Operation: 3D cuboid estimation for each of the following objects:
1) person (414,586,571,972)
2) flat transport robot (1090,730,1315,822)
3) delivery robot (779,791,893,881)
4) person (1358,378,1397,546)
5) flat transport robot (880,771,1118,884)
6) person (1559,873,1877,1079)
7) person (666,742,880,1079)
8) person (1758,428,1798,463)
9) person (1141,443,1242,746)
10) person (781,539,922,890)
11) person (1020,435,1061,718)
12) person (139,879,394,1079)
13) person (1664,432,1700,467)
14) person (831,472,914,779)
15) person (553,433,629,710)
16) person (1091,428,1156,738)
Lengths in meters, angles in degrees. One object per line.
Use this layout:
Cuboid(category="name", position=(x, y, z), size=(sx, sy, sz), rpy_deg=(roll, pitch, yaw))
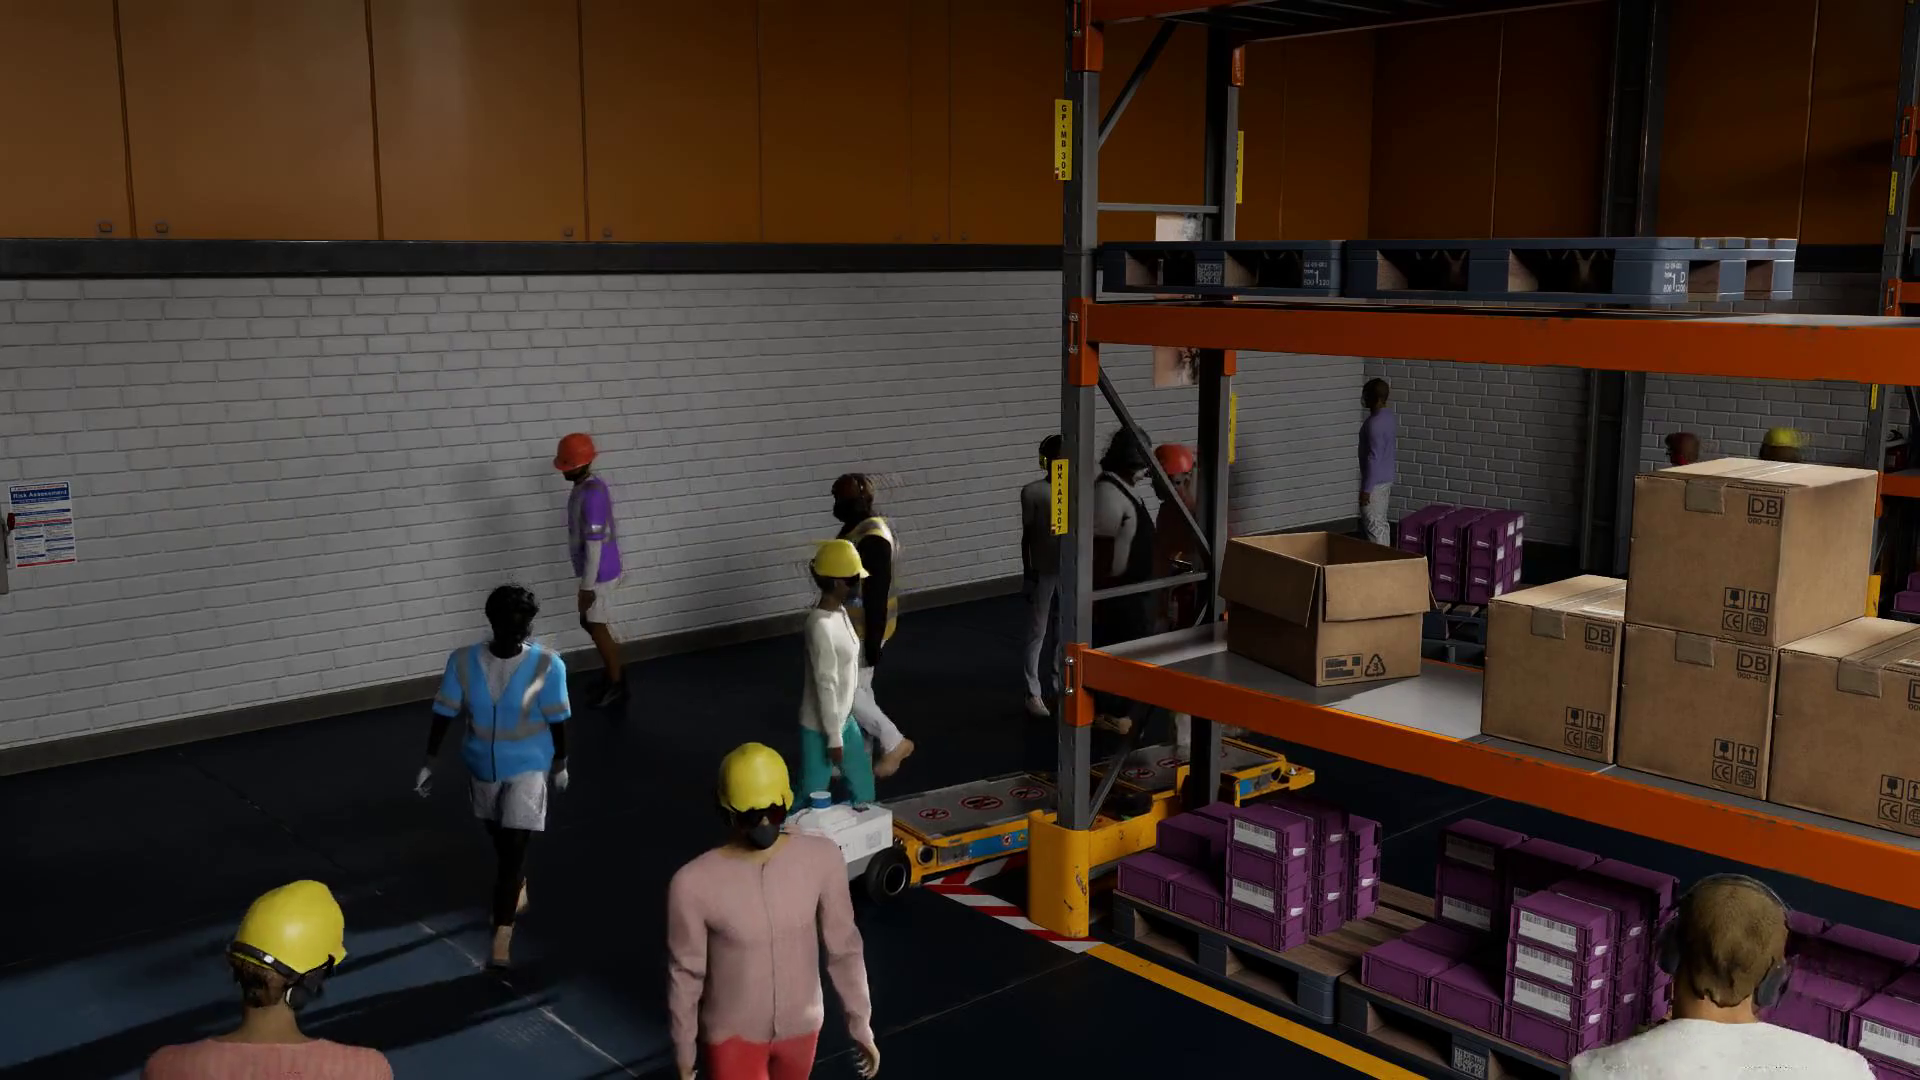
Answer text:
Cuboid(category="person", position=(-1.999, 0.993, 7.211), size=(0.595, 1.634, 0.873), rpy_deg=(1, 10, 7))
Cuboid(category="flat transport robot", position=(1.259, 1.326, 9.292), size=(1.431, 0.197, 0.652), rpy_deg=(-7, 12, -37))
Cuboid(category="delivery robot", position=(-0.645, 1.408, 7.705), size=(0.477, 0.478, 0.707), rpy_deg=(8, 13, 41))
Cuboid(category="person", position=(3.764, -0.504, 15.129), size=(0.372, 1.940, 0.631), rpy_deg=(4, 11, 23))
Cuboid(category="flat transport robot", position=(0.049, 1.456, 8.530), size=(1.431, 0.197, 0.652), rpy_deg=(-6, 12, -33))
Cuboid(category="person", position=(1.415, 1.559, 3.259), size=(0.632, 1.867, 1.089), rpy_deg=(1, 10, 4))
Cuboid(category="person", position=(-0.550, 1.387, 4.717), size=(0.539, 1.716, 0.926), rpy_deg=(-5, 11, -28))
Cuboid(category="person", position=(6.425, -0.041, 13.131), size=(0.504, 1.691, 0.919), rpy_deg=(-4, 11, -23))
Cuboid(category="person", position=(1.324, 0.422, 9.600), size=(0.595, 1.975, 0.672), rpy_deg=(-2, 10, -13))
Cuboid(category="person", position=(-0.628, 0.845, 7.854), size=(0.813, 1.734, 0.536), rpy_deg=(1, 10, 9))
Cuboid(category="person", position=(0.626, 0.232, 11.036), size=(0.507, 1.868, 0.329), rpy_deg=(-7, 12, -35))
Cuboid(category="person", position=(-1.441, 1.586, 3.458), size=(0.539, 1.731, 0.519), rpy_deg=(-1, 10, -6))
Cuboid(category="person", position=(5.121, 0.164, 11.574), size=(0.603, 1.819, 0.693), rpy_deg=(-2, 10, -9))
Cuboid(category="person", position=(-0.572, 0.510, 9.550), size=(0.446, 1.823, 0.668), rpy_deg=(-2, 10, -11))
Cuboid(category="person", position=(-2.462, 0.208, 11.103), size=(0.499, 1.889, 0.602), rpy_deg=(-4, 10, -21))
Cuboid(category="person", position=(0.984, 0.248, 10.428), size=(0.588, 2.000, 0.780), rpy_deg=(1, 10, 7))
